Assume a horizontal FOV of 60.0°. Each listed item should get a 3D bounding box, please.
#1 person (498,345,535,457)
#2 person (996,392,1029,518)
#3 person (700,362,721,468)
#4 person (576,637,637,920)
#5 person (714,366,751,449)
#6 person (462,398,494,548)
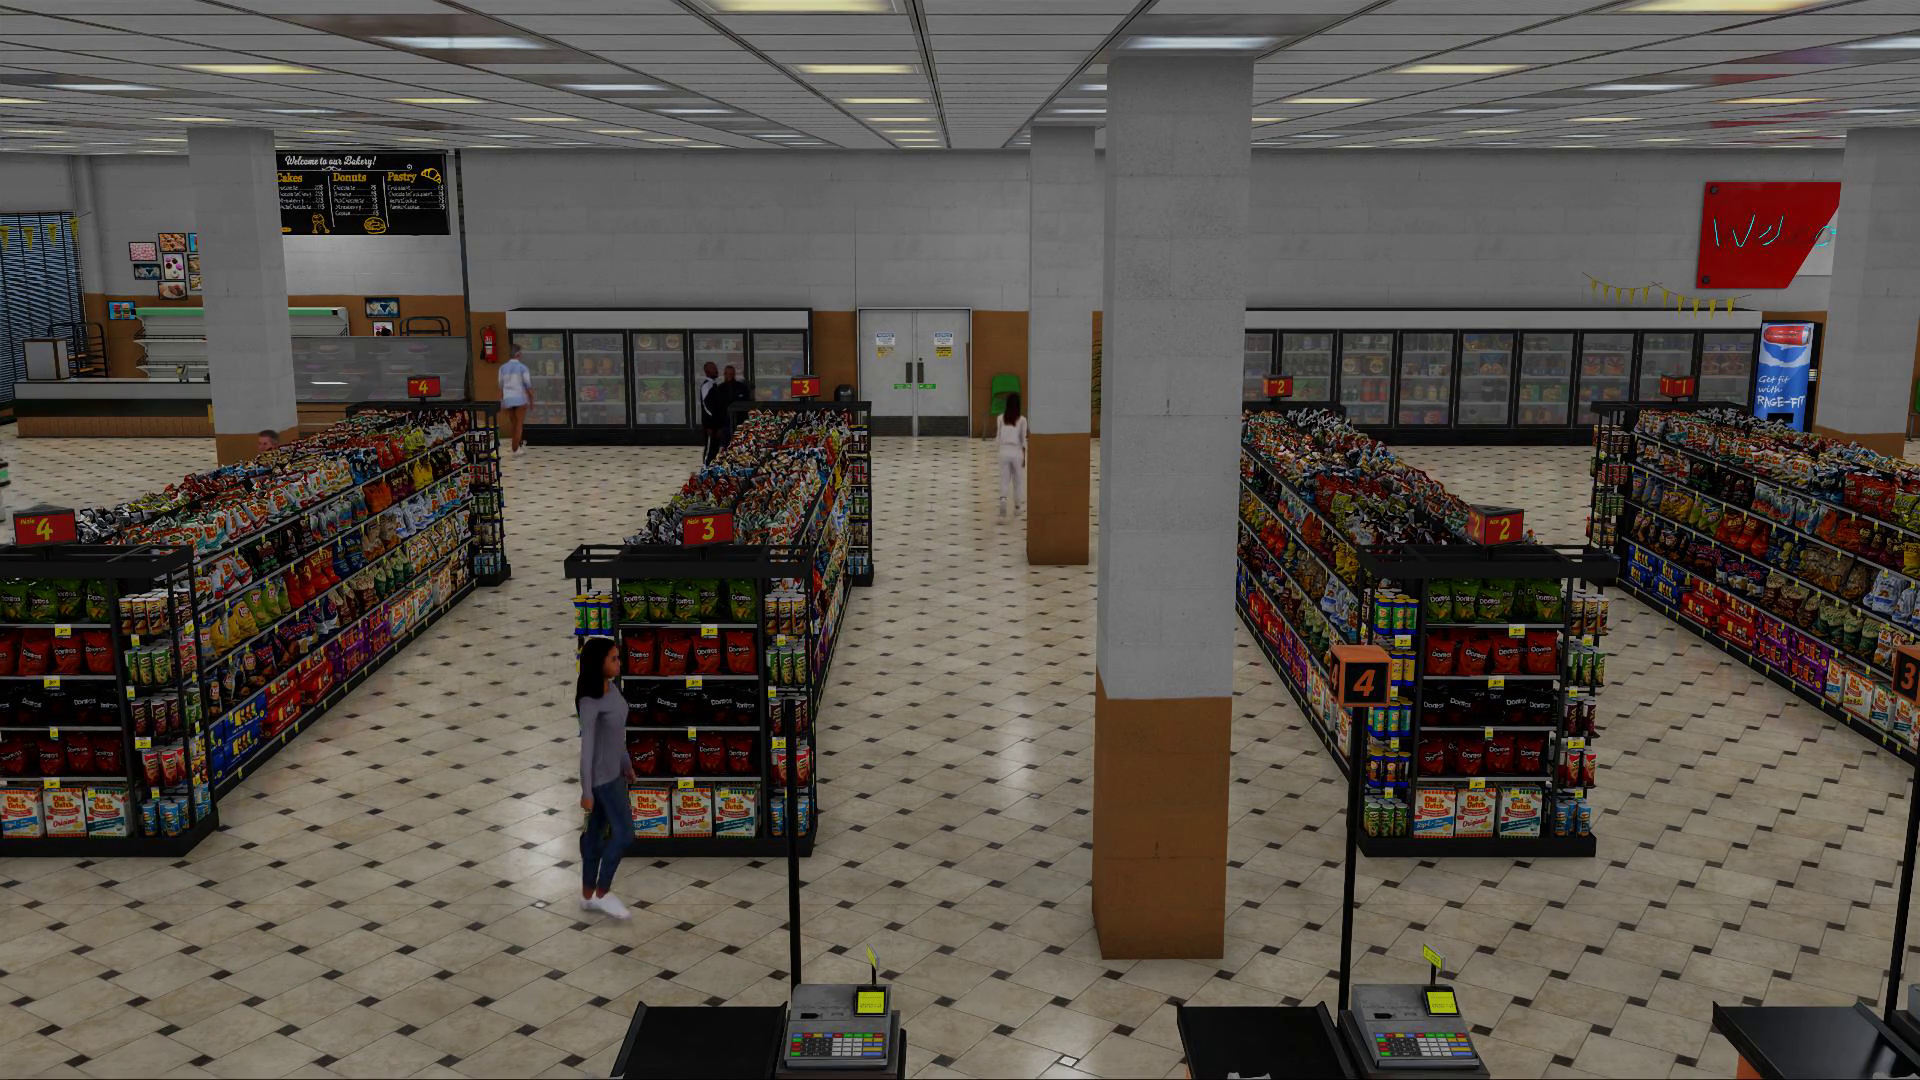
[{"bbox_3d":[-7.315,-2.256,27.264,0.832,1.790,1.106,2,12,9],"label":"person"},{"bbox_3d":[0.666,-1.110,22.109,0.742,1.672,0.997,3,12,15],"label":"person"},{"bbox_3d":[-3.706,-1.752,24.777,0.748,1.828,0.517,2,12,7],"label":"person"},{"bbox_3d":[-2.237,1.448,9.966,0.676,1.670,0.511,0,12,0],"label":"person"},{"bbox_3d":[-3.299,-1.655,24.407,0.711,1.792,1.124,-1,12,-3],"label":"person"},{"bbox_3d":[-5.958,-0.813,20.255,0.824,1.855,0.879,-10,15,-39],"label":"person"}]
